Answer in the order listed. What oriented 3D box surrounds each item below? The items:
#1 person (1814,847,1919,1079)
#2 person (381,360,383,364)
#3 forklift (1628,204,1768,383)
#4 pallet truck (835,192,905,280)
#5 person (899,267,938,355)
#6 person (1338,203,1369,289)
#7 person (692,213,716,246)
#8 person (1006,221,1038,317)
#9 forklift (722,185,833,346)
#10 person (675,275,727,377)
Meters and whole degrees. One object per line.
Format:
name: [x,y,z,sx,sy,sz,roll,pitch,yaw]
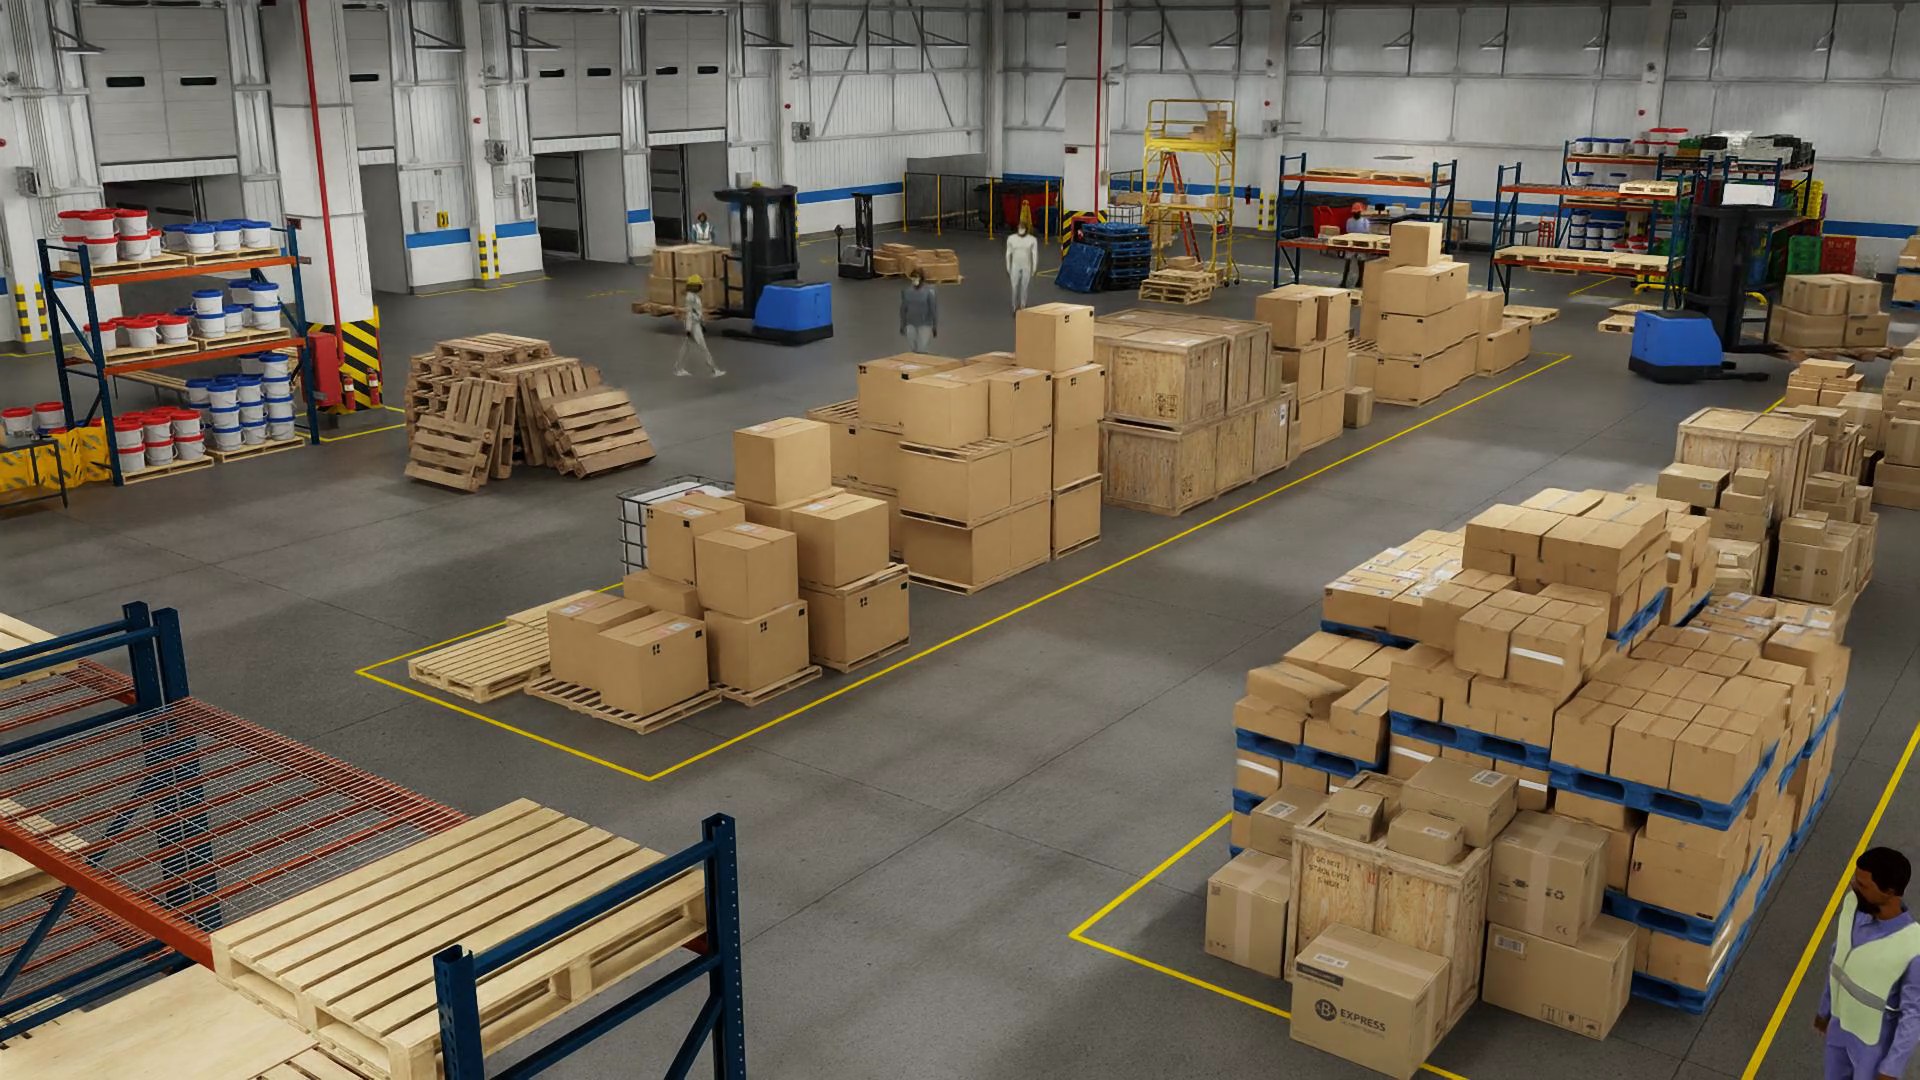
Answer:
person: [4.239,2.307,7.781,0.391,1.914,0.587,-1,17,-4]
person: [-10.476,-3.830,28.308,0.997,1.805,0.521,-5,17,-16]
forklift: [12.170,-4.037,27.142,1.873,2.768,1.129,-1,17,-5]
pallet truck: [-1.936,-7.159,38.982,1.885,1.965,0.823,-12,21,-34]
person: [-0.674,-3.426,26.744,0.632,1.924,0.478,9,19,26]
person: [8.826,-6.556,37.171,0.568,1.891,0.957,11,20,31]
person: [-5.834,-6.647,37.971,0.518,1.600,0.836,-4,17,-12]
person: [1.232,-5.421,33.368,0.655,1.910,0.861,2,17,5]
forklift: [-3.374,-5.106,30.683,1.873,2.768,1.129,12,21,35]
person: [-4.349,-3.534,27.490,0.892,1.689,0.501,1,17,3]
